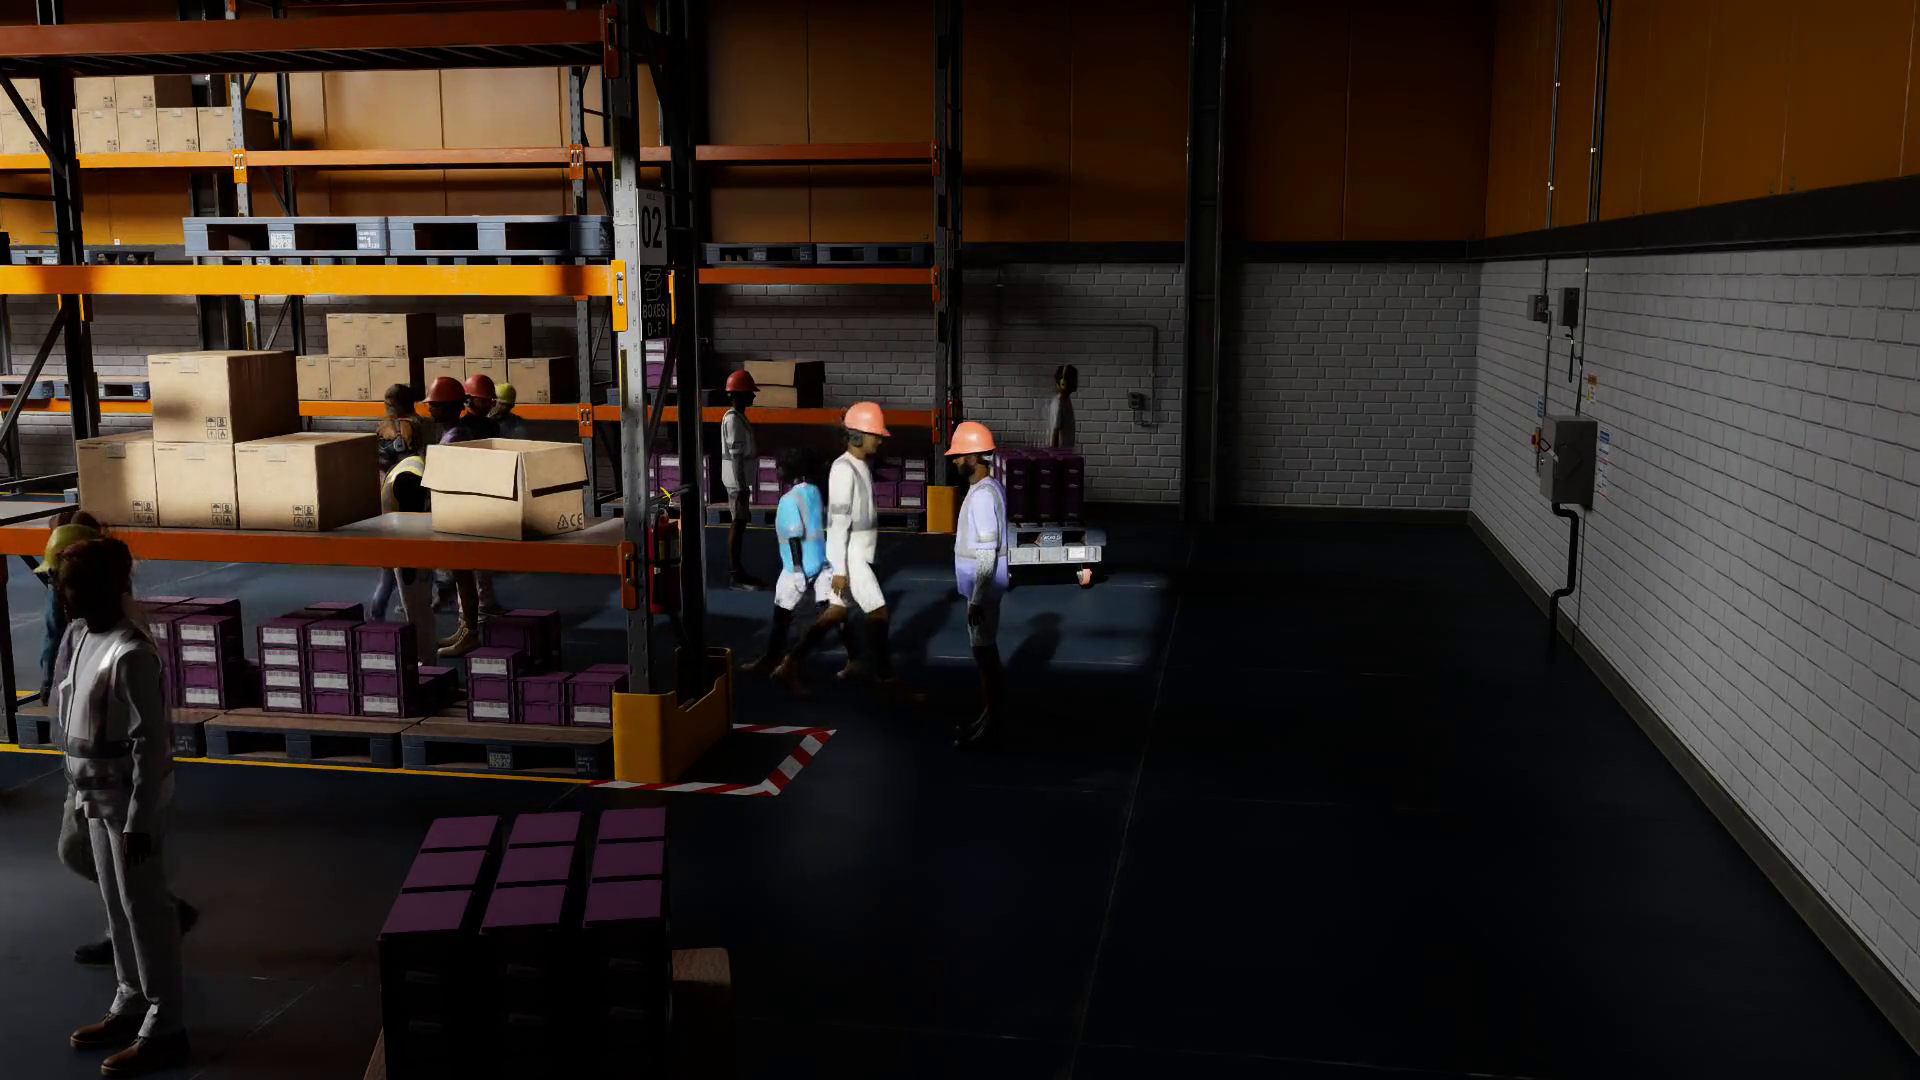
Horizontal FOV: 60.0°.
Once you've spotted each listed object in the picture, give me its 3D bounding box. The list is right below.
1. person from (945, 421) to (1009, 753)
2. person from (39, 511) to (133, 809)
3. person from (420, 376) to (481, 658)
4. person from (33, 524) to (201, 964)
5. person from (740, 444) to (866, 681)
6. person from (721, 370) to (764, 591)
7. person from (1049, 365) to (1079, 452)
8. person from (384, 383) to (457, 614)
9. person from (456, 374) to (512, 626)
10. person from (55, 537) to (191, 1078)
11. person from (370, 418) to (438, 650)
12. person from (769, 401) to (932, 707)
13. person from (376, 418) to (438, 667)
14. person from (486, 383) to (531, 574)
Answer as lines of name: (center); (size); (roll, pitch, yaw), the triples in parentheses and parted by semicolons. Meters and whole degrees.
person: (0.096, 0.274, 9.711); (0.374, 1.933, 0.550); (1, 9, 4)
person: (-4.400, 0.656, 8.320); (0.708, 1.608, 0.541); (2, 9, 10)
person: (-3.689, -0.166, 12.106); (0.378, 2.044, 0.607); (-3, 10, -17)
person: (-3.378, 0.829, 6.630); (0.445, 1.813, 0.611); (-2, 9, -12)
person: (-1.049, 0.163, 11.314); (0.908, 1.641, 0.536); (4, 10, 25)
person: (-1.916, -0.521, 14.634); (0.358, 1.938, 0.545); (-1, 9, -7)
person: (0.992, -0.879, 17.108); (0.678, 1.856, 0.521); (1, 9, 8)
person: (-4.410, -0.320, 13.470); (0.476, 1.916, 0.645); (-3, 10, -17)
person: (-3.814, -0.324, 13.246); (0.396, 1.990, 0.622); (3, 10, 19)
person: (-2.957, 0.923, 5.844); (0.353, 1.883, 0.577); (-9, 13, -43)
person: (-4.176, -0.061, 12.401); (0.535, 1.730, 0.780); (-8, 12, -40)
person: (-0.747, 0.092, 10.709); (1.056, 1.990, 0.615); (1, 9, 4)
person: (-3.699, 0.099, 11.136); (0.430, 1.835, 0.622); (-4, 10, -21)
person: (-4.233, -0.552, 15.279); (0.625, 1.789, 0.553); (-1, 9, -5)
